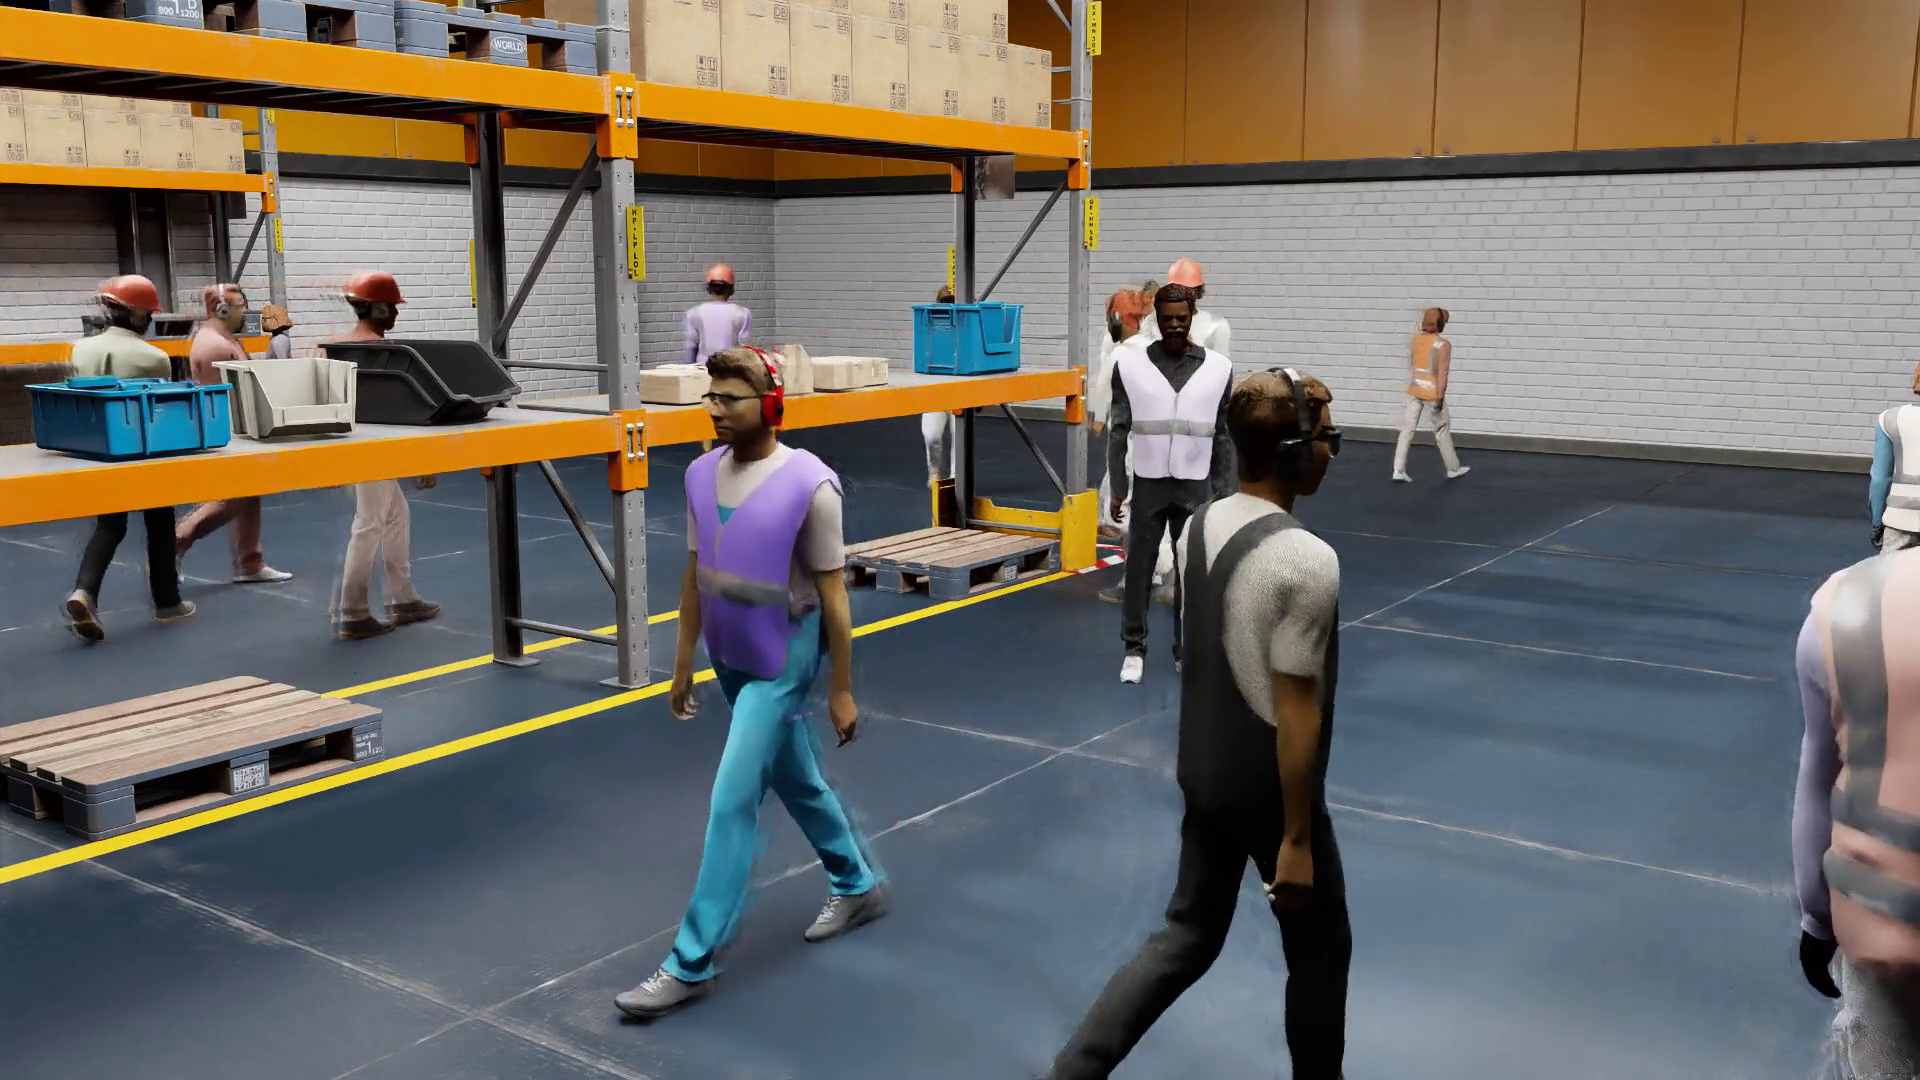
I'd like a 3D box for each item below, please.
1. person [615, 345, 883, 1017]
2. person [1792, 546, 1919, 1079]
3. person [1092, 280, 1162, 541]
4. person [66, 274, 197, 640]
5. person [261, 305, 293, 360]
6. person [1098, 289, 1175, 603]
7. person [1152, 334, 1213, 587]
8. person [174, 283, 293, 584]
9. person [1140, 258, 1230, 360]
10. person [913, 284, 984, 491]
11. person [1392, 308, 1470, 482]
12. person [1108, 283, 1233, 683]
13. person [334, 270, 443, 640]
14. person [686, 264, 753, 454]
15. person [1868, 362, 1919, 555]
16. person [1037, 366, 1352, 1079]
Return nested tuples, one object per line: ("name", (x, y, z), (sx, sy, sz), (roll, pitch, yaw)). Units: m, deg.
("person", (-0.562, 0.353, 4.670), (0.999, 1.796, 0.579), (-9, 13, -43))
("person", (1.650, 0.674, 2.673), (0.432, 1.830, 0.627), (-9, 13, -43))
("person", (1.316, -0.880, 11.769), (1.015, 1.876, 0.641), (8, 12, 39))
("person", (-4.528, -0.451, 8.988), (0.619, 1.956, 0.846), (1, 10, 8))
("person", (-6.094, -1.286, 14.910), (0.284, 1.633, 0.497), (-3, 10, -19))
("person", (1.064, -0.514, 9.622), (0.569, 1.862, 0.625), (6, 11, 31))
("person", (1.339, -0.519, 10.426), (0.528, 1.605, 0.728), (8, 12, 38))
("person", (-4.583, -0.634, 10.255), (0.684, 1.890, 0.650), (-3, 10, -18))
("person", (1.492, -0.865, 11.194), (0.614, 2.039, 0.395), (2, 10, 12))
("person", (-0.084, -1.259, 14.181), (0.630, 1.831, 0.444), (0, 10, -1))
("person", (4.307, -1.321, 15.226), (0.858, 1.589, 0.526), (-6, 11, -31))
("person", (1.006, -0.268, 8.001), (0.597, 1.916, 0.372), (0, 10, -2))
("person", (-3.081, -0.467, 9.034), (0.833, 1.961, 0.612), (-9, 13, -44))
("person", (-2.185, -1.500, 15.101), (0.619, 2.005, 1.003), (0, 10, 1))
("person", (4.339, -0.037, 7.454), (0.310, 1.640, 0.514), (-8, 13, -41))
("person", (0.559, 0.538, 3.541), (0.889, 1.816, 0.514), (-4, 10, -24))
